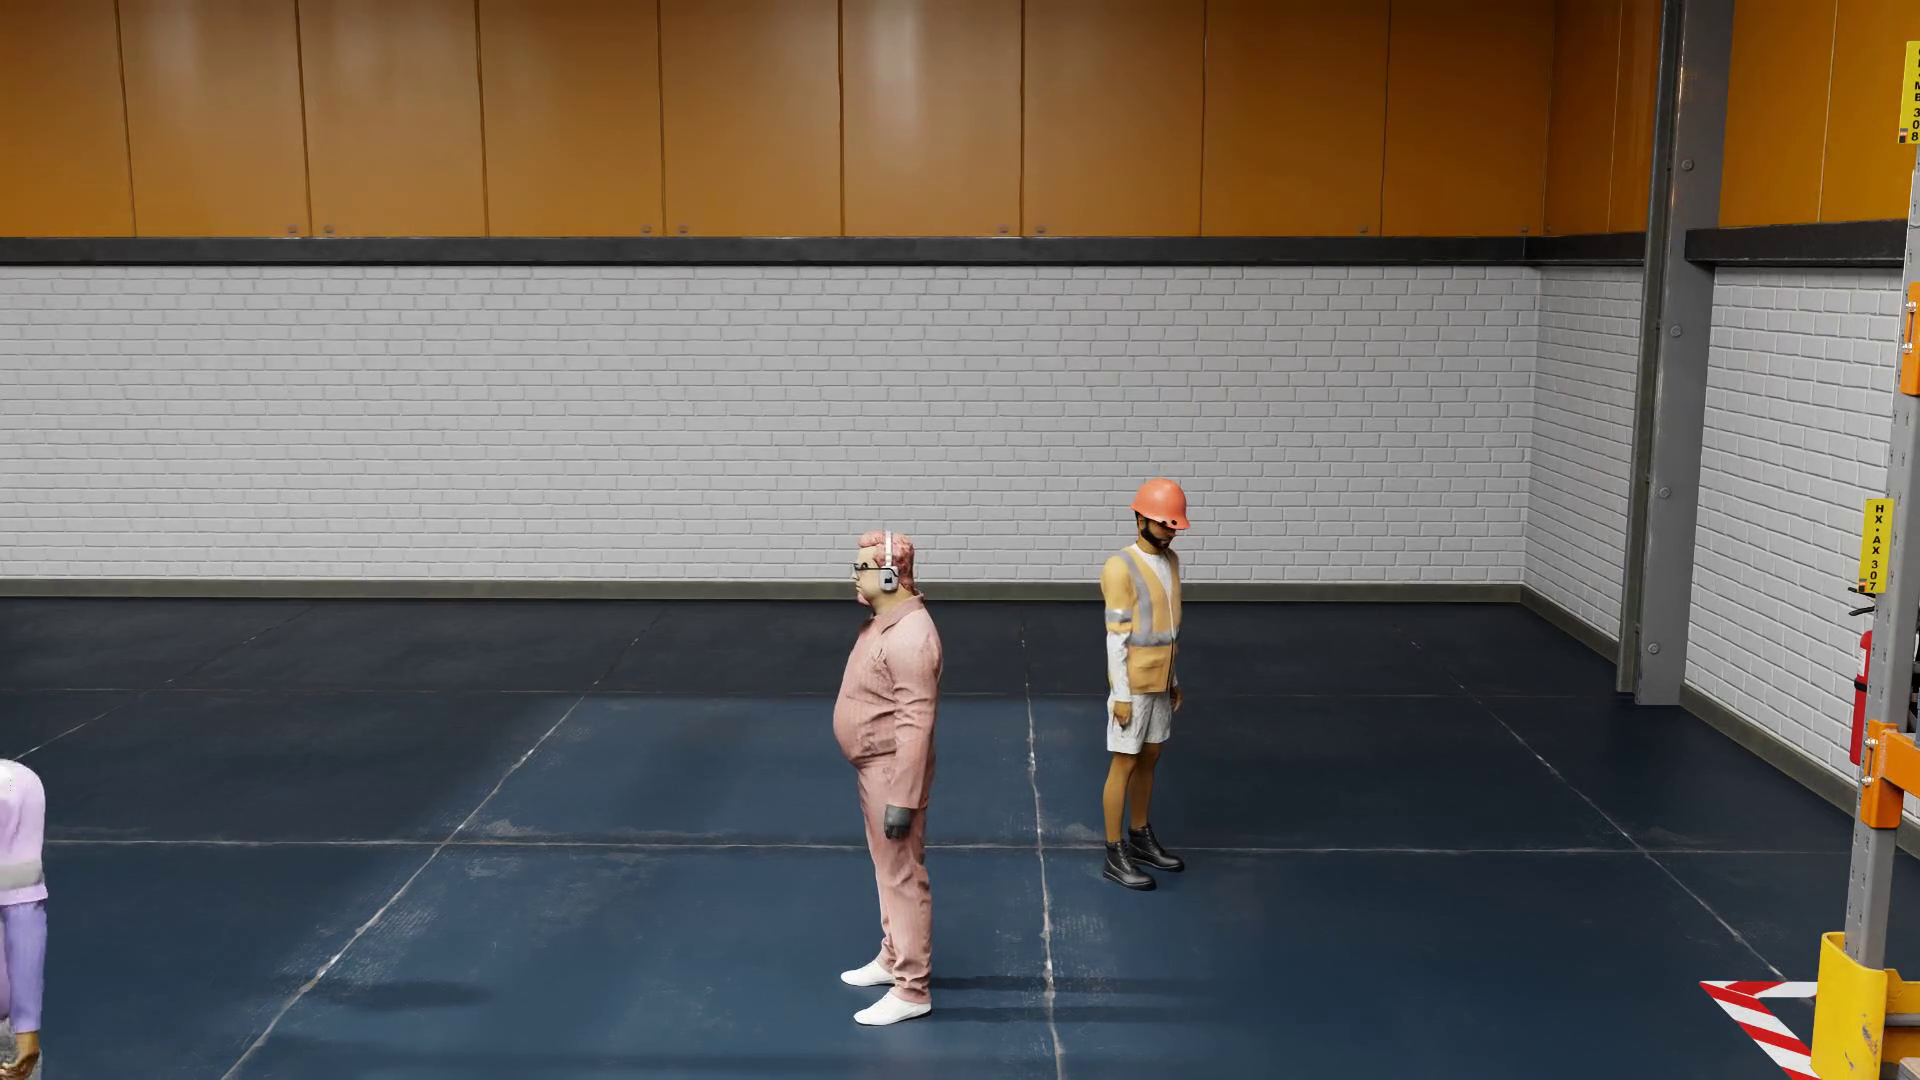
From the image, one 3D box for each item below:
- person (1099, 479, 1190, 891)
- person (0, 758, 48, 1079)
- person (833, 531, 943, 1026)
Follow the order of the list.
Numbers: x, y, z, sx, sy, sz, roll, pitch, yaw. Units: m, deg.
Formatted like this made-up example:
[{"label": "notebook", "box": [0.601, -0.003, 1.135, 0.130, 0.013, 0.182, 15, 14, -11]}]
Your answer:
[{"label": "person", "box": [0.892, 0.664, 7.837, 0.382, 1.927, 0.542, 7, 12, 37]}, {"label": "person", "box": [-2.747, 1.199, 4.487, 0.619, 1.989, 1.043, -2, 10, -12]}, {"label": "person", "box": [-0.285, 0.906, 6.447, 0.409, 1.907, 0.651, -2, 10, -10]}]
